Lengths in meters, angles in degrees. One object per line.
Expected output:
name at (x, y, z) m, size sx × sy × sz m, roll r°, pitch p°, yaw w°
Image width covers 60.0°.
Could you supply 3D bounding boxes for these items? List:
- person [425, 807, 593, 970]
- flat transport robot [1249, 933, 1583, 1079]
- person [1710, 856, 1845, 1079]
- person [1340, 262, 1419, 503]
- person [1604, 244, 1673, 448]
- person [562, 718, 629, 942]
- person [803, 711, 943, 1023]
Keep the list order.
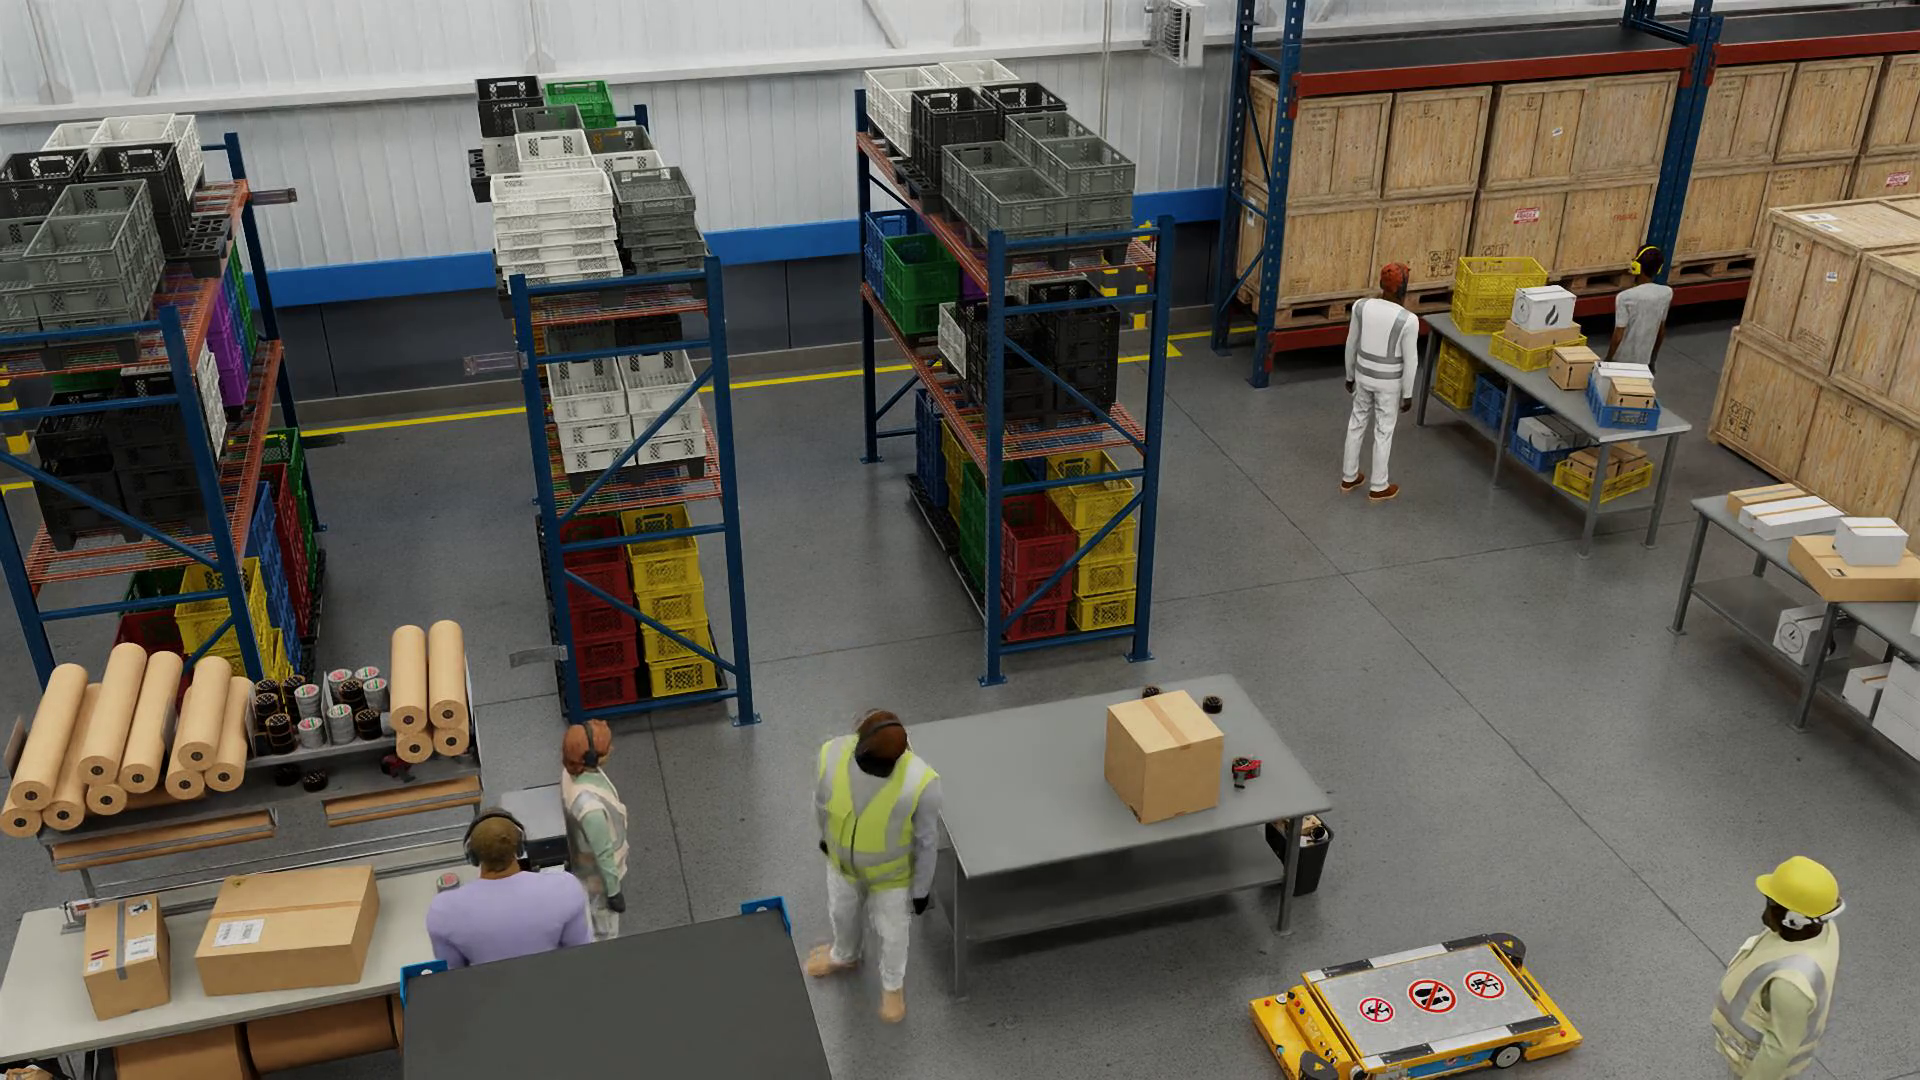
person at (-1.818, 1.928, 6.920) m, size 0.633 × 1.931 × 0.366 m, roll -6°, pitch 29°, yaw -11°
flat transport robot at (2.184, 2.282, 7.980) m, size 1.431 × 0.197 × 0.652 m, roll -8°, pitch 30°, yaw -14°
person at (3.268, 2.045, 6.802) m, size 0.404 × 1.830 × 0.602 m, roll 17°, pitch 33°, yaw 27°
person at (3.188, -1.198, 12.650) m, size 0.585 × 1.882 × 0.337 m, roll 26°, pitch 38°, yaw 38°
person at (5.242, -1.400, 13.040) m, size 0.516 × 1.863 × 0.325 m, roll -9°, pitch 30°, yaw -15°
person at (-1.711, 1.555, 7.896) m, size 0.316 × 1.637 × 0.525 m, roll -9°, pitch 30°, yaw -16°
person at (-0.425, 1.506, 7.817) m, size 0.725 × 1.803 × 0.470 m, roll 13°, pitch 31°, yaw 22°
